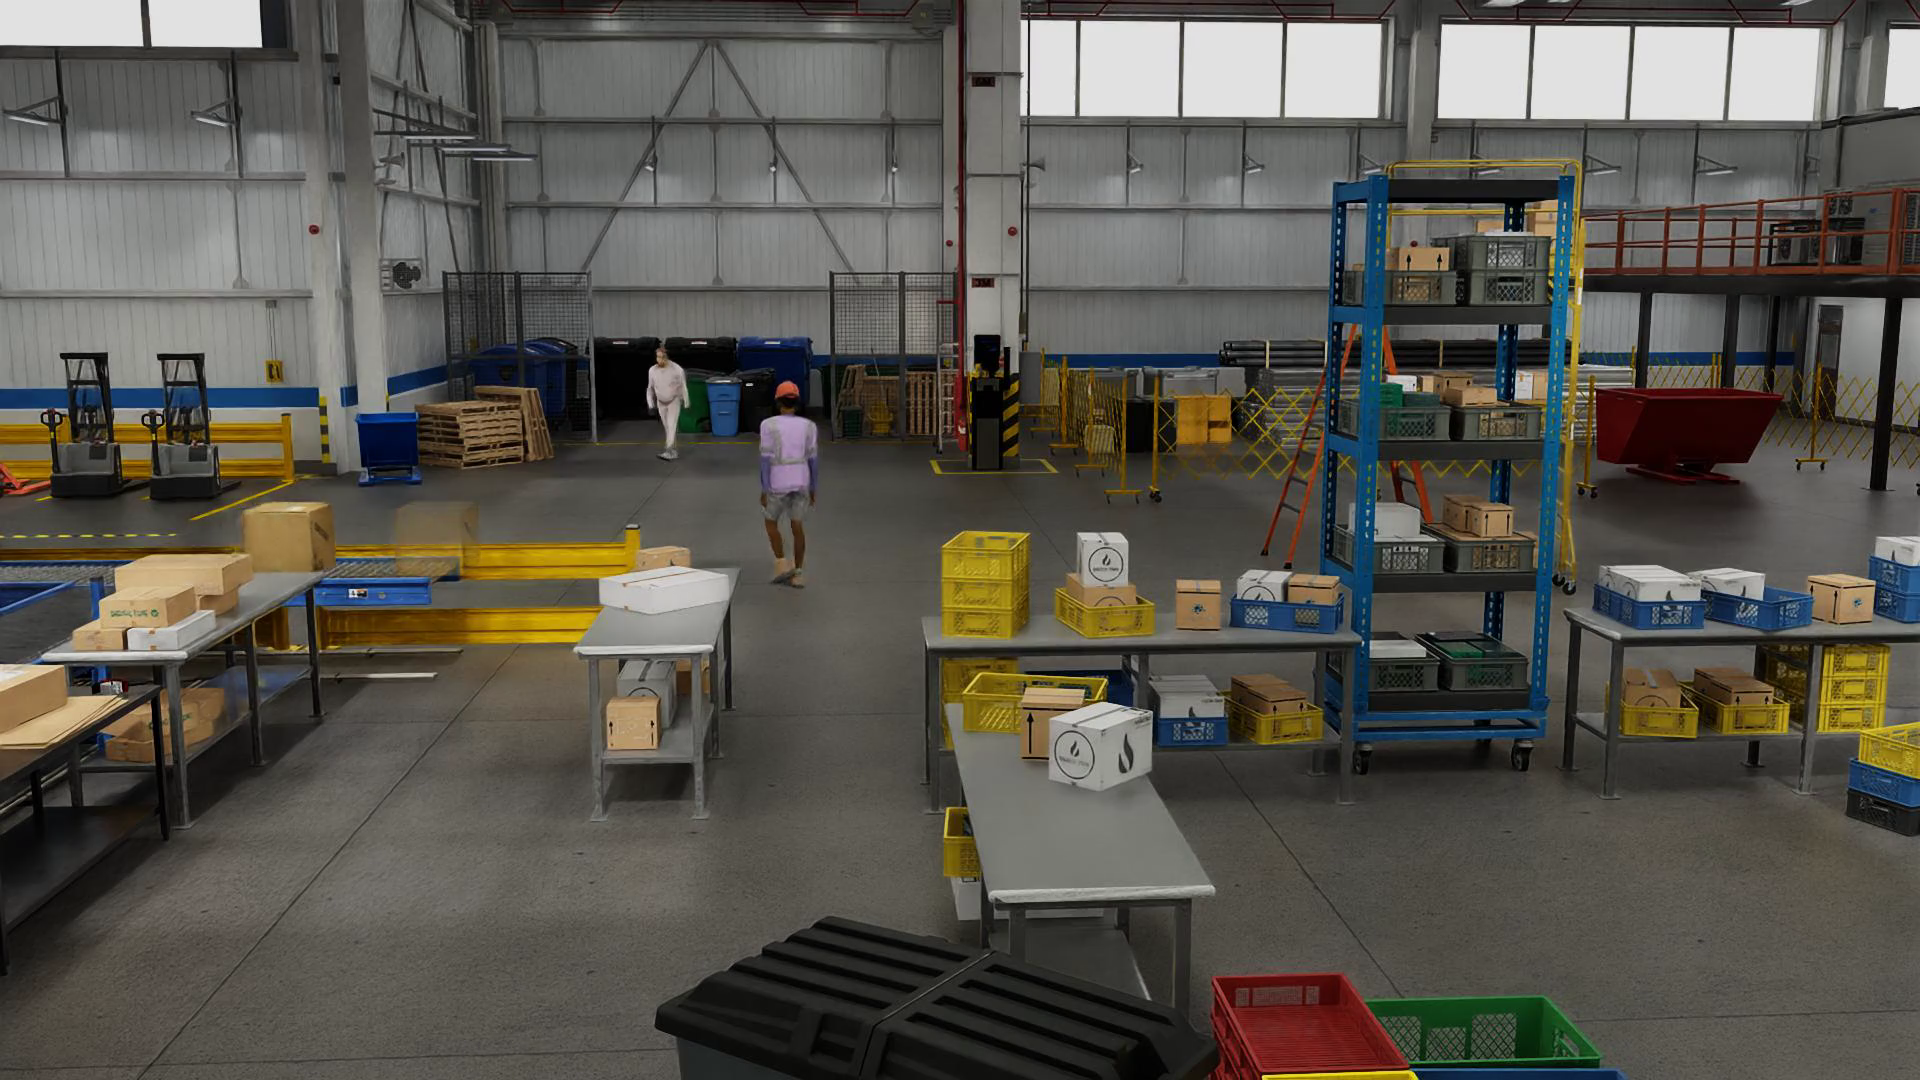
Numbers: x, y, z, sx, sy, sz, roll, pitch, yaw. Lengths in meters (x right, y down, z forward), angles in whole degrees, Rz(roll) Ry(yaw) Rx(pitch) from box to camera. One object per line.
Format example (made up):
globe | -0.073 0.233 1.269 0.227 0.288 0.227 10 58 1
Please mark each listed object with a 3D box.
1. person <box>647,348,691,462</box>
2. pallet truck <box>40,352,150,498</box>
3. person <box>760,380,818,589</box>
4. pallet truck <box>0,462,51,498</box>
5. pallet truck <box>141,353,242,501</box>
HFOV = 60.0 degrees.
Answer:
person | -4.772 -2.213 27.236 0.680 1.854 1.020 3 9 17
pallet truck | -11.907 -1.642 23.165 0.823 1.965 1.885 0 9 0
person | -1.674 -0.536 16.172 0.632 2.011 0.540 -5 10 -29
pallet truck | -13.193 -1.293 23.148 0.653 1.274 1.630 -1 9 -4
pallet truck | -10.520 -1.604 22.925 0.823 1.965 1.885 -1 9 -6
